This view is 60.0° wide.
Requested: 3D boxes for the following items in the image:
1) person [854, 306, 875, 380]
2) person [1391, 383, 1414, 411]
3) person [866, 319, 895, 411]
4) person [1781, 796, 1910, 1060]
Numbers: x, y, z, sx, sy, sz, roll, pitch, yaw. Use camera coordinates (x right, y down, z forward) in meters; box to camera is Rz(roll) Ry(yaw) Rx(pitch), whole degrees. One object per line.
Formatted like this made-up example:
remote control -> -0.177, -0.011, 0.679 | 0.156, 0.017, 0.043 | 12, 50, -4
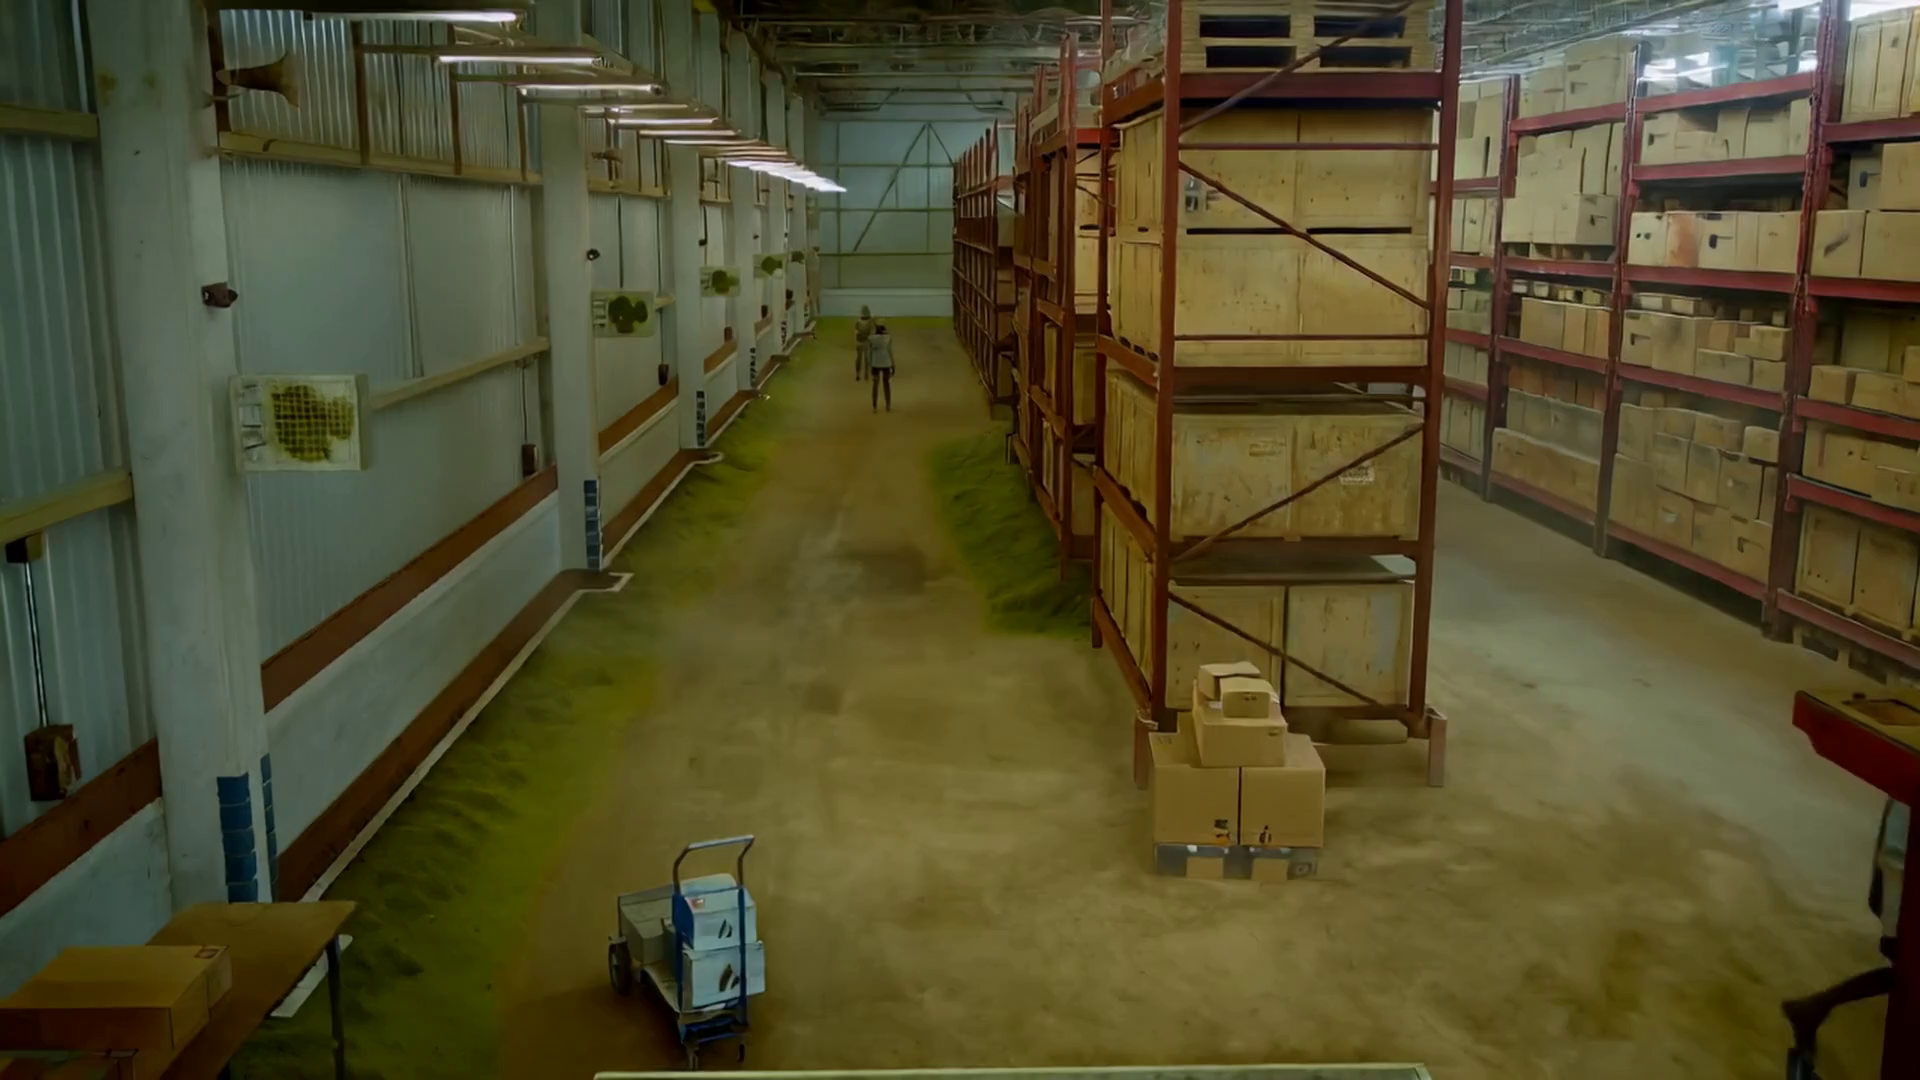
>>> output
person -> -2.452, -5.047, 42.653 | 0.592, 1.910, 0.388 | -5, 12, -26
person -> 8.688, -3.070, 32.647 | 0.959, 1.792, 0.594 | 1, 11, 3
person -> -1.697, -3.750, 35.702 | 0.617, 1.986, 0.408 | -3, 11, -14
person -> 4.301, 1.671, 7.706 | 0.736, 1.915, 0.545 | 7, 13, 33
